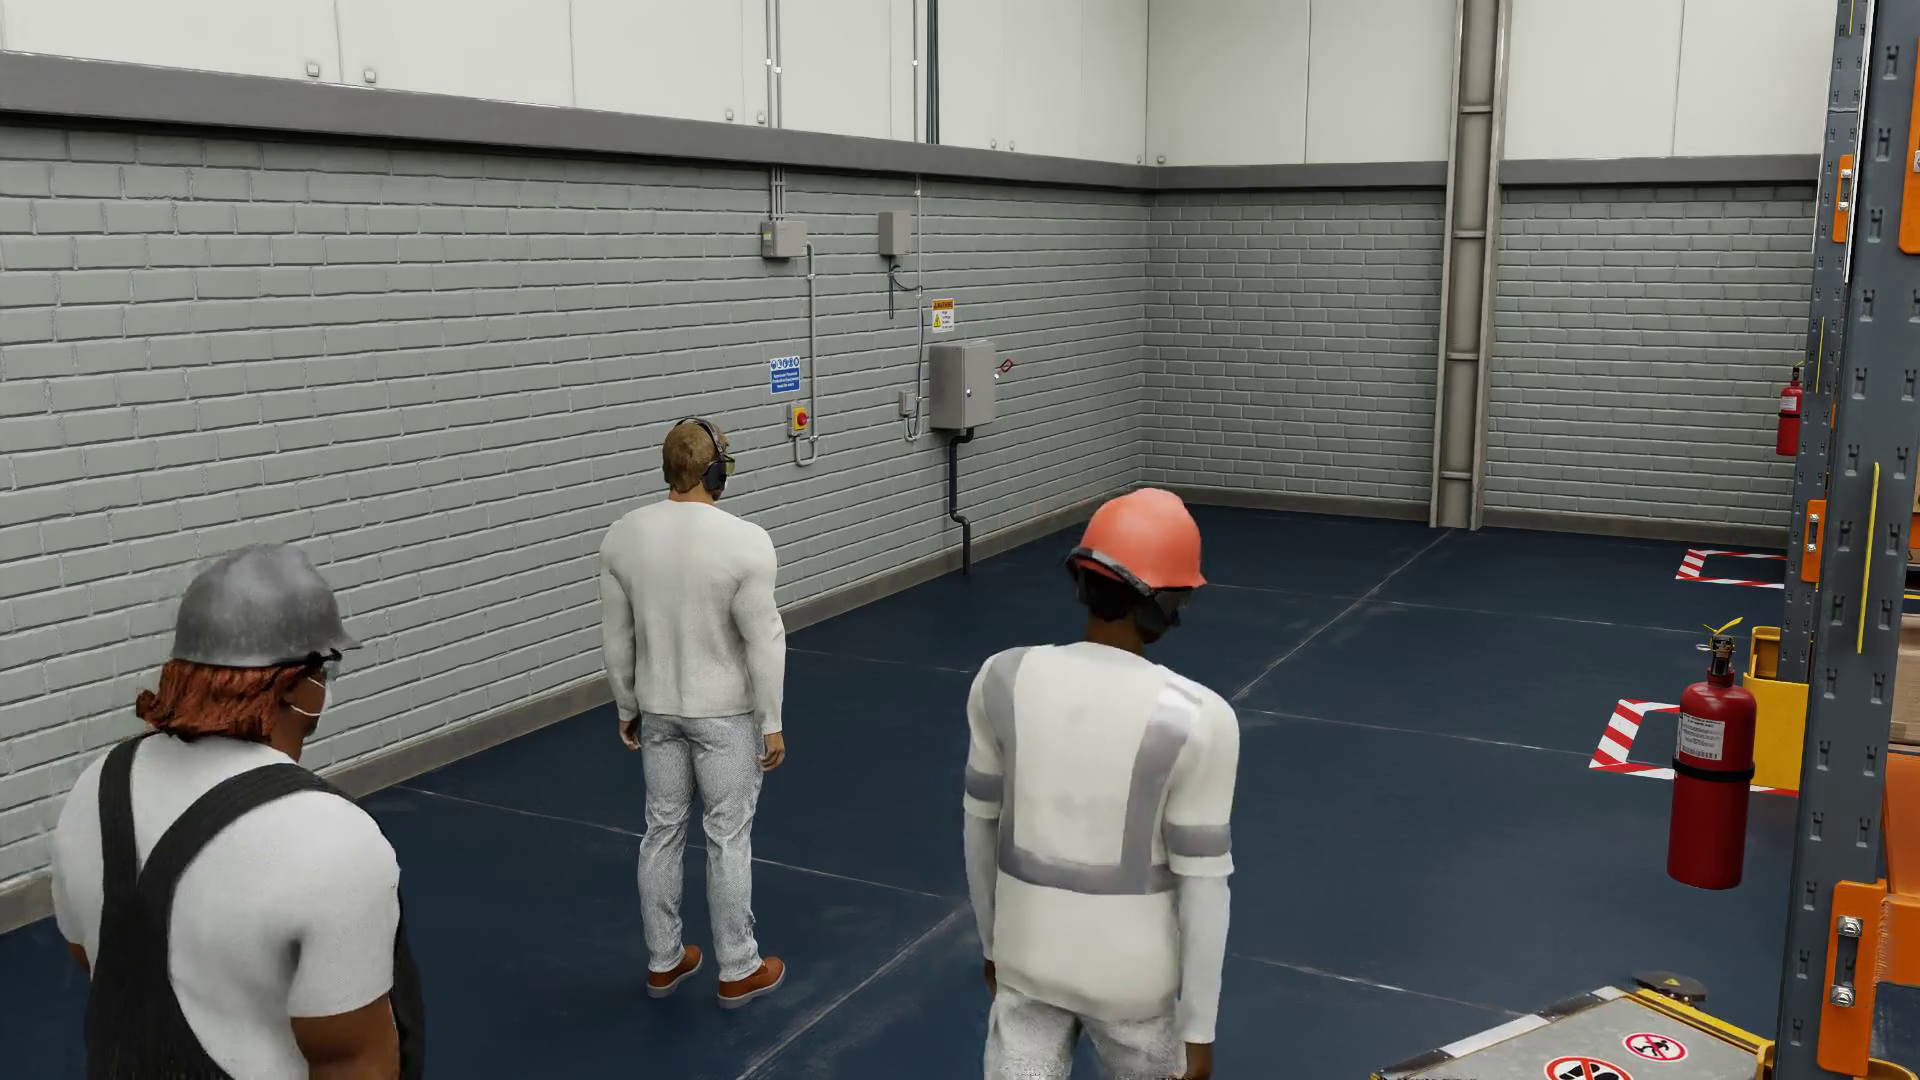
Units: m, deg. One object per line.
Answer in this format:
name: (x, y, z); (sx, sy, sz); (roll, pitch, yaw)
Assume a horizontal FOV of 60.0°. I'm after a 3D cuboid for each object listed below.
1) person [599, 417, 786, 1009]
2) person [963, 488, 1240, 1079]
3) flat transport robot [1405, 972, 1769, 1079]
person: (-0.854, 0.566, 5.436); (0.637, 1.938, 0.355); (4, 11, 21)
person: (0.263, 0.902, 3.499); (0.624, 2.005, 0.714); (5, 11, 25)
flat transport robot: (1.786, 1.551, 4.616); (1.431, 0.197, 0.652); (-6, 12, -32)
